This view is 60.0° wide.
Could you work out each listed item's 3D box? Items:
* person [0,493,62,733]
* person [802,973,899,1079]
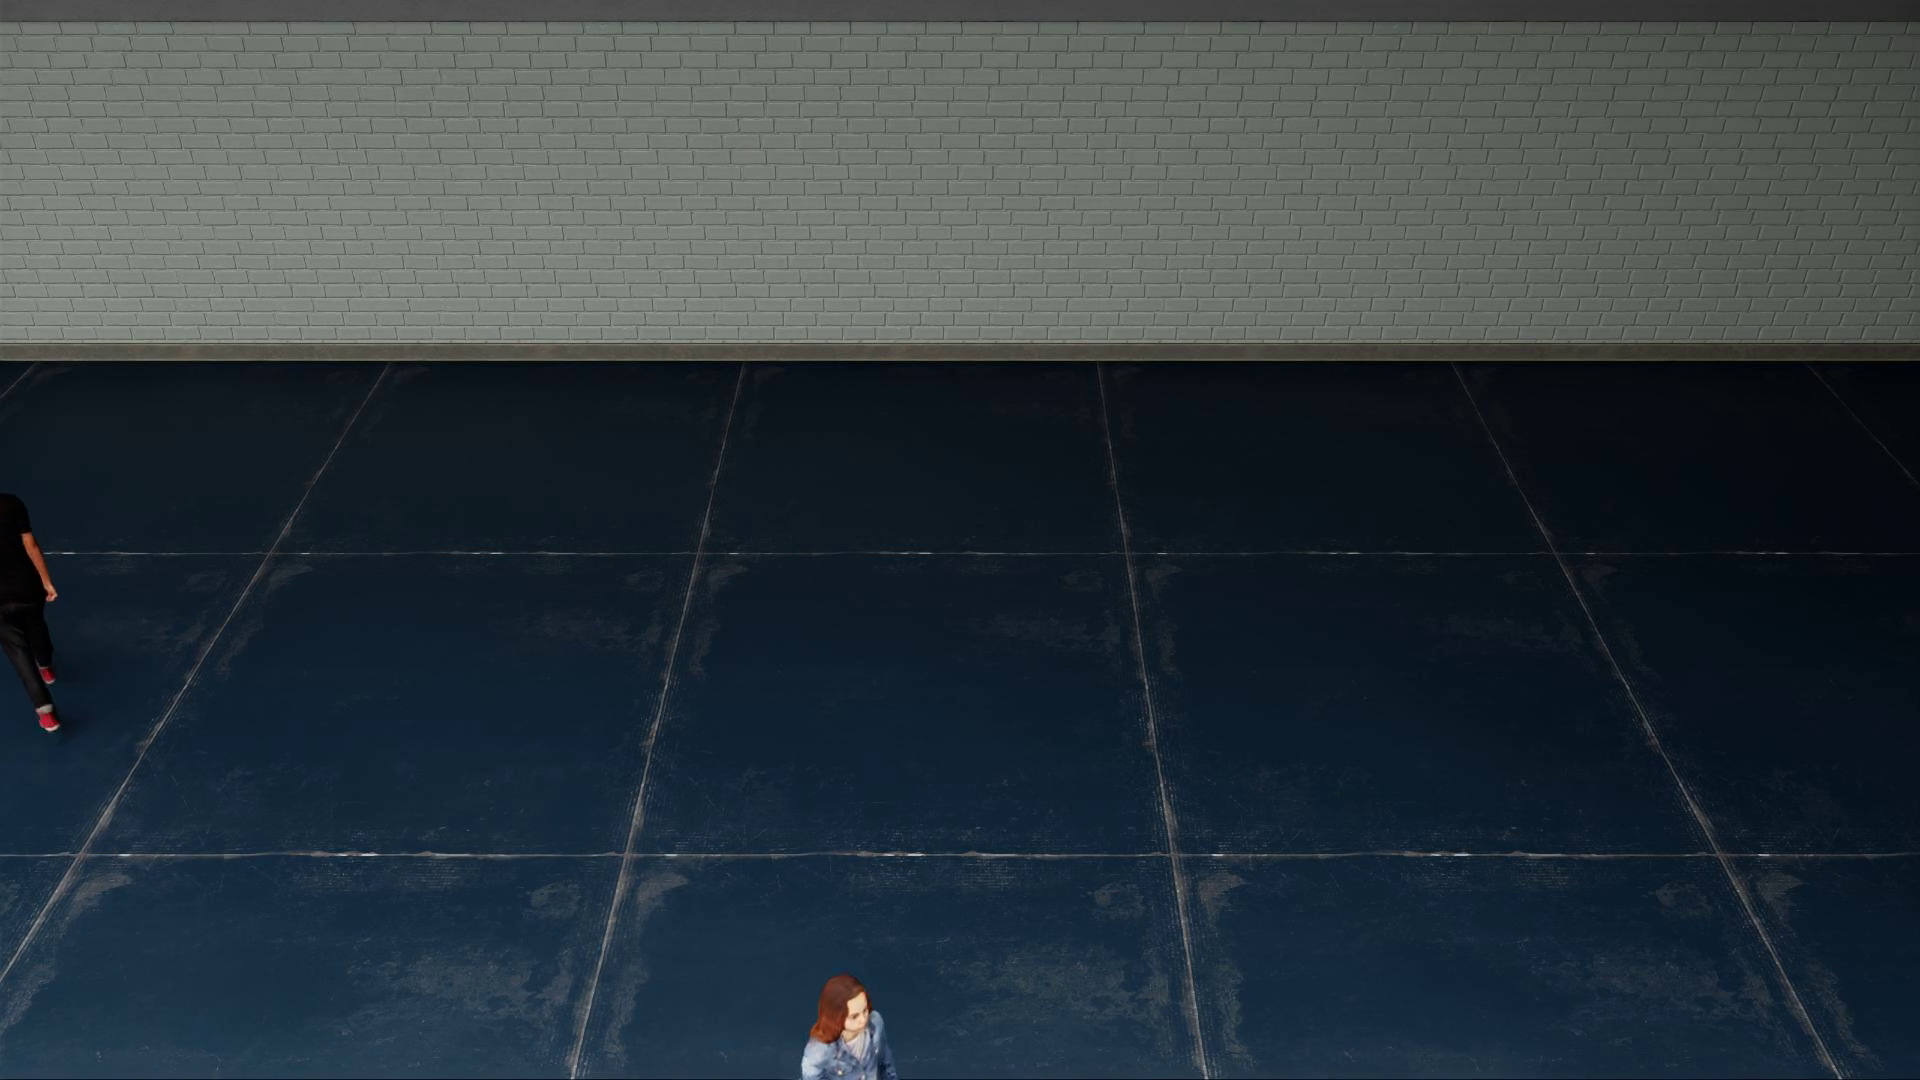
[{"bbox_3d":[-5.529,0.334,9.680,1.084,1.725,1.217,-23,40,-31],"label":"person"},{"bbox_3d":[-0.507,2.310,6.878,0.754,1.469,0.690,27,42,35],"label":"person"}]
